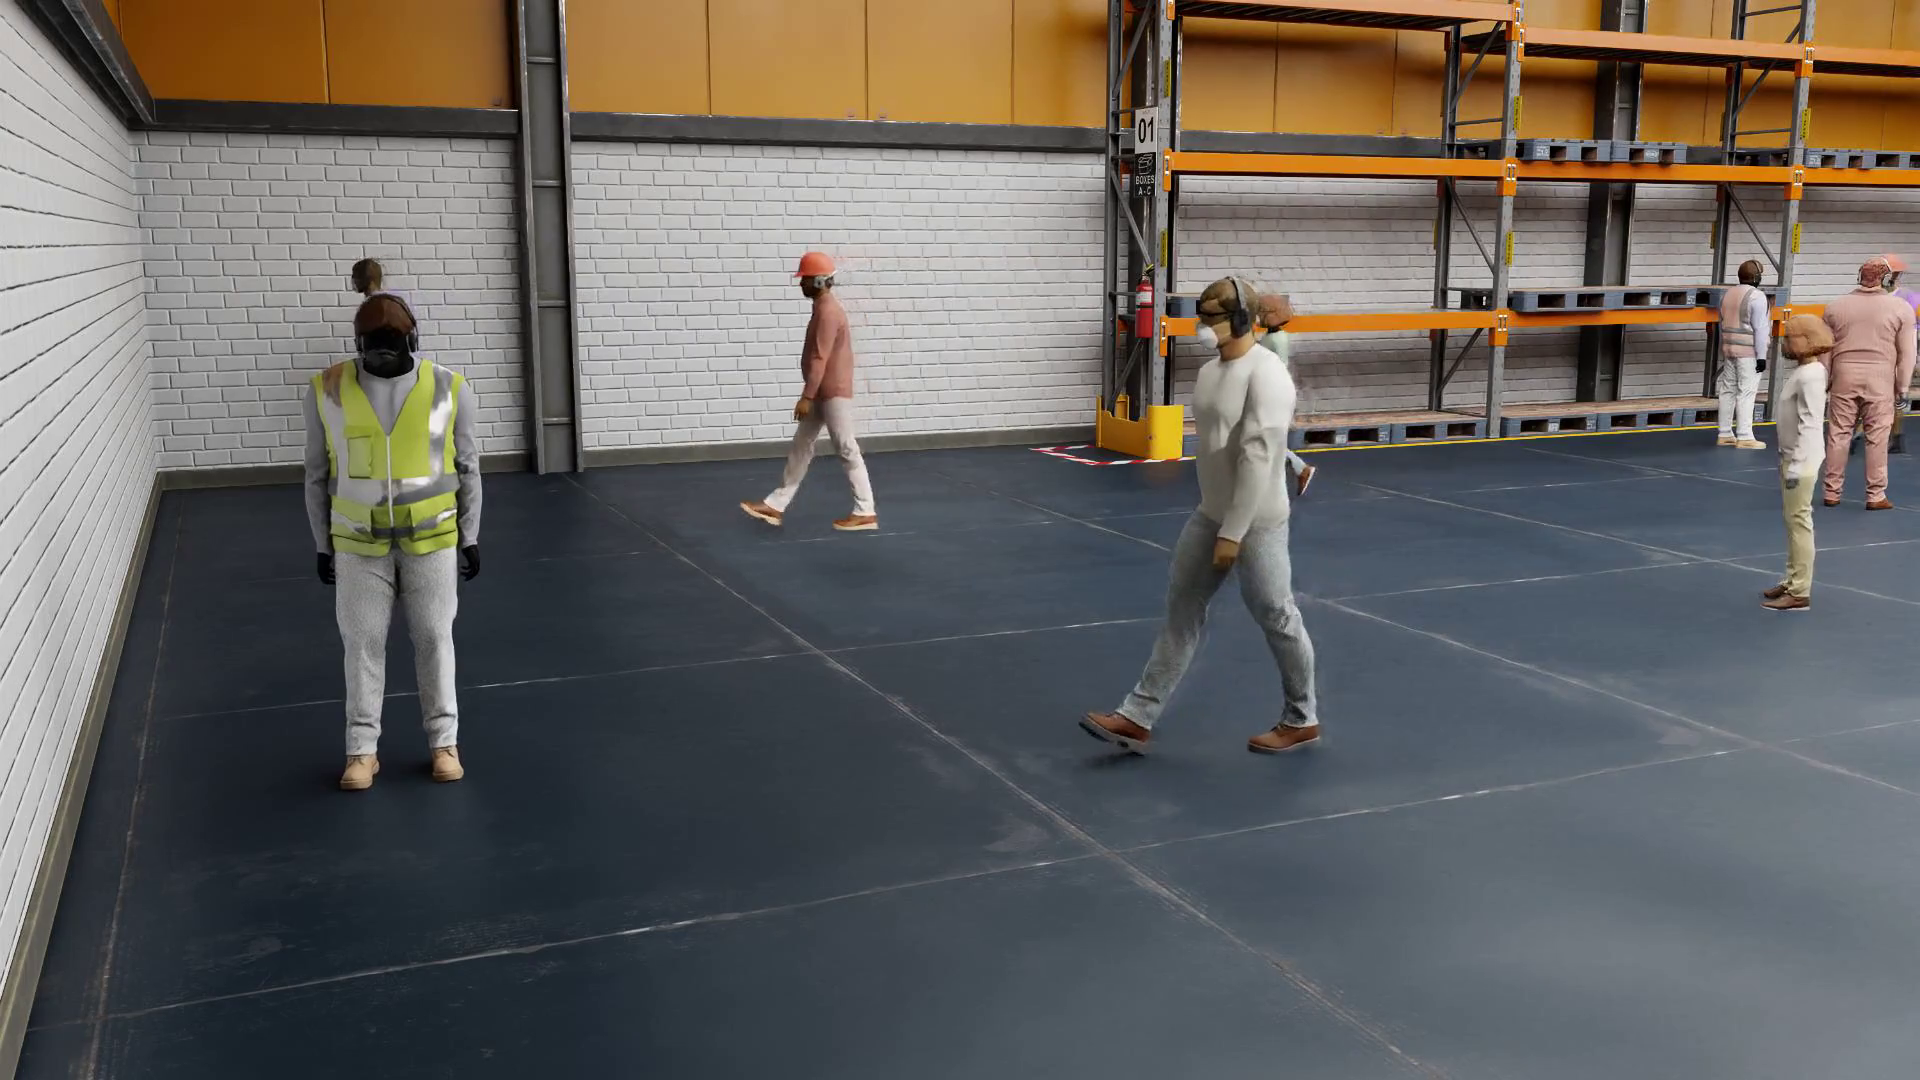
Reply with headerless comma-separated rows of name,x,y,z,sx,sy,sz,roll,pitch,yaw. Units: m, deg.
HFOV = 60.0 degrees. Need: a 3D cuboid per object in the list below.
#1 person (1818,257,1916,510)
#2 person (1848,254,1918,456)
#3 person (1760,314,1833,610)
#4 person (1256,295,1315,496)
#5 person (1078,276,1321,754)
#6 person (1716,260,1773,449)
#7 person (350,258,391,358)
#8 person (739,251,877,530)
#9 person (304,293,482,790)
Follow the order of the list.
person,6.866,-1.182,12.621,0.648,1.907,0.401,9,13,40
person,8.619,-1.734,15.706,0.968,1.893,0.573,-3,11,-15
person,4.615,-0.424,9.184,0.283,1.624,0.526,5,11,24
person,2.437,-1.069,12.774,0.546,1.618,0.515,0,10,0
person,0.994,-0.063,6.440,1.014,1.884,0.635,-4,11,-22
person,7.719,-1.818,16.343,0.429,1.843,0.633,-2,10,-11
person,-4.747,-1.317,13.446,0.987,1.892,0.643,1,10,7
person,-1.048,-1.019,11.598,0.995,1.946,0.615,-2,10,-12
person,-2.095,0.008,6.195,0.624,1.836,0.430,-3,11,-15
